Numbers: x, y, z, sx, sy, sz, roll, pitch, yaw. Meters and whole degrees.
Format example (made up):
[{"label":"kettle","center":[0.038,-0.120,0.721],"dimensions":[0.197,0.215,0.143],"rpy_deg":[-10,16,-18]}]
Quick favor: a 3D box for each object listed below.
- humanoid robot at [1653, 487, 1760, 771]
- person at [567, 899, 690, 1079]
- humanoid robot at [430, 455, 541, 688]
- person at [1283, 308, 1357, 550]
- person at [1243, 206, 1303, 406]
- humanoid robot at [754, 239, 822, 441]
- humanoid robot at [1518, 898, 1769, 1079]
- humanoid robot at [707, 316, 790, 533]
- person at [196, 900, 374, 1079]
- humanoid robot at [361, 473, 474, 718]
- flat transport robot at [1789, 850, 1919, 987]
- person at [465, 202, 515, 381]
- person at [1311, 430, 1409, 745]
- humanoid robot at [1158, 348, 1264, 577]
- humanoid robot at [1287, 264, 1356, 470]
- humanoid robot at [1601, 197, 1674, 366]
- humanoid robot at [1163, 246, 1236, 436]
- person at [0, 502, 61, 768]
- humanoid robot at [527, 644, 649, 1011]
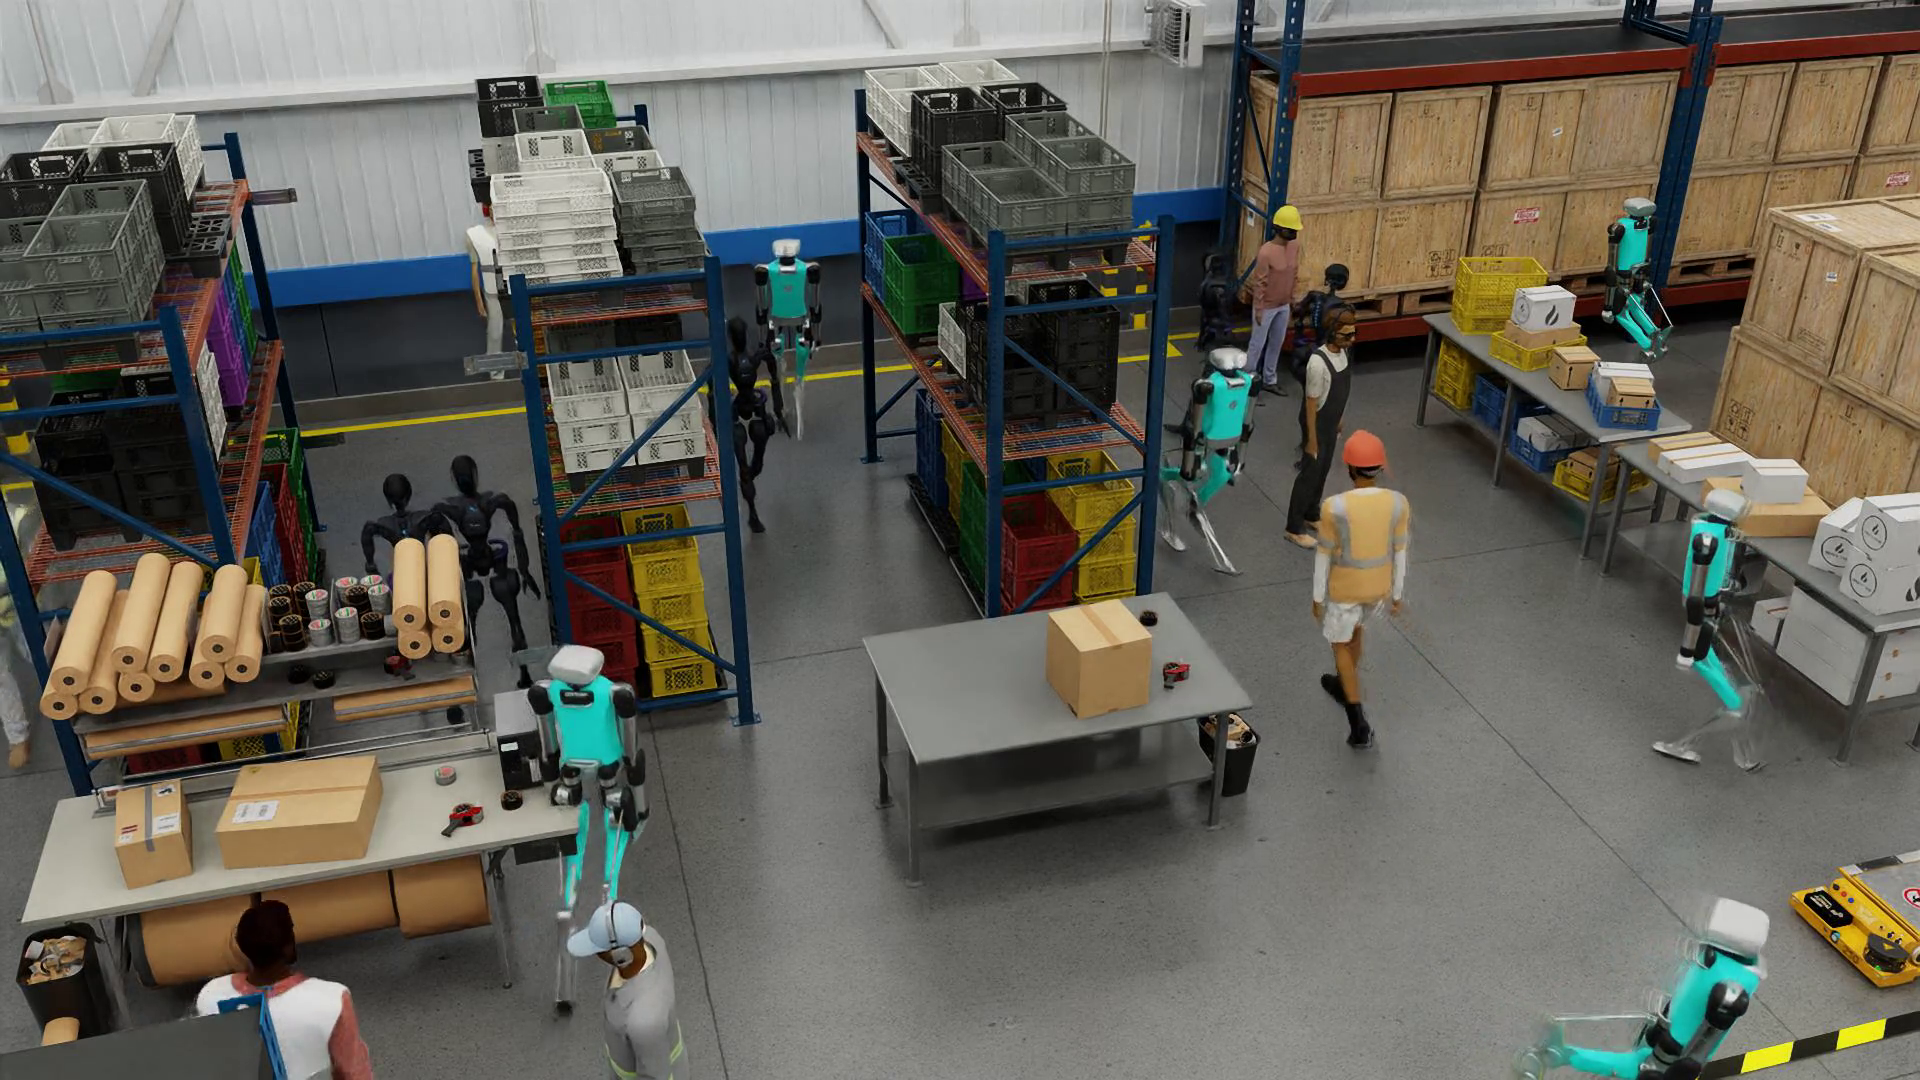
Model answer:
[{"label":"humanoid robot","center":[4.458,0.632,9.598],"dimensions":[0.755,1.899,0.546],"rpy_deg":[16,32,26]},{"label":"person","center":[-1.272,2.153,6.605],"dimensions":[0.397,1.847,0.587],"rpy_deg":[-6,29,-11]},{"label":"humanoid robot","center":[-2.951,0.195,10.363],"dimensions":[0.599,1.643,0.593],"rpy_deg":[-10,30,-17]},{"label":"person","center":[2.623,-0.810,12.015],"dimensions":[0.338,1.837,0.502],"rpy_deg":[19,34,31]},{"label":"person","center":[2.715,-2.018,14.290],"dimensions":[0.529,1.761,0.339],"rpy_deg":[-21,35,-34]},{"label":"humanoid robot","center":[-1.415,-1.704,13.764],"dimensions":[0.537,1.792,0.831],"rpy_deg":[-4,29,-7]},{"label":"humanoid robot","center":[2.634,2.122,6.831],"dimensions":[1.049,1.741,0.542],"rpy_deg":[13,31,22]},{"label":"humanoid robot","center":[-1.596,-0.919,12.440],"dimensions":[0.612,1.646,0.772],"rpy_deg":[-11,31,-19]},{"label":"person","center":[-2.560,2.197,6.466],"dimensions":[0.593,1.900,0.593],"rpy_deg":[3,29,6]},{"label":"humanoid robot","center":[-3.282,0.330,10.114],"dimensions":[0.585,1.639,0.599],"rpy_deg":[-9,30,-17]},{"label":"flat transport robot","center":[5.163,1.916,8.676],"dimensions":[1.431,0.231,0.659],"rpy_deg":[-8,30,-14]},{"label":"person","center":[-3.962,-2.155,14.457],"dimensions":[0.560,1.836,0.398],"rpy_deg":[-21,35,-33]},{"label":"person","center":[2.402,0.312,9.917],"dimensions":[0.553,1.899,0.839],"rpy_deg":[-5,29,-10]},{"label":"humanoid robot","center":[1.708,-0.601,11.750],"dimensions":[0.560,1.732,1.028],"rpy_deg":[-12,31,-21]},{"label":"humanoid robot","center":[2.860,-1.410,13.276],"dimensions":[0.614,1.633,0.610],"rpy_deg":[-23,36,-35]},{"label":"humanoid robot","center":[5.842,-2.042,14.212],"dimensions":[0.533,1.677,0.735],"rpy_deg":[-17,33,-28]},{"label":"humanoid robot","center":[2.080,-1.642,13.730],"dimensions":[0.778,1.620,0.591],"rpy_deg":[-3,29,-6]},{"label":"person","center":[-5.680,0.370,9.884],"dimensions":[0.630,1.816,0.825],"rpy_deg":[-7,30,-13]},{"label":"humanoid robot","center":[-1.830,1.478,8.019],"dimensions":[0.550,1.840,0.867],"rpy_deg":[3,29,6]}]
